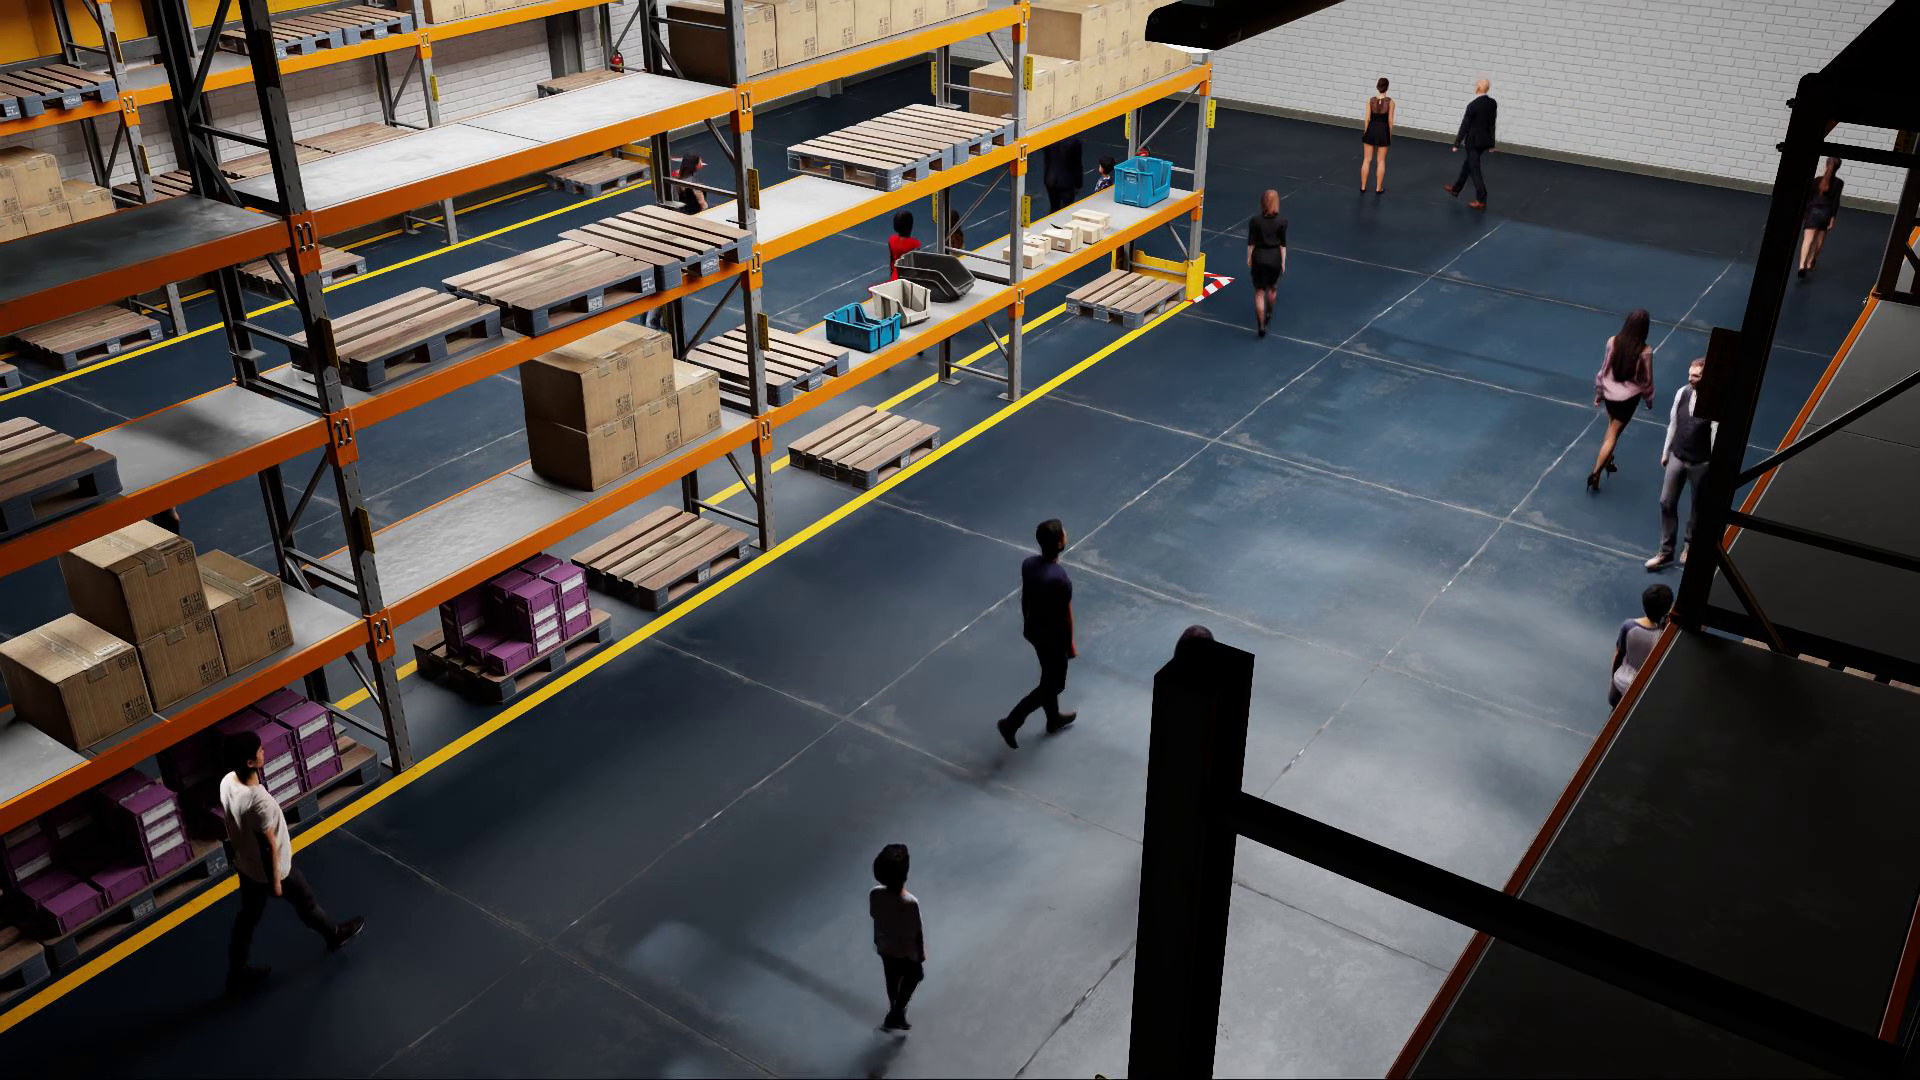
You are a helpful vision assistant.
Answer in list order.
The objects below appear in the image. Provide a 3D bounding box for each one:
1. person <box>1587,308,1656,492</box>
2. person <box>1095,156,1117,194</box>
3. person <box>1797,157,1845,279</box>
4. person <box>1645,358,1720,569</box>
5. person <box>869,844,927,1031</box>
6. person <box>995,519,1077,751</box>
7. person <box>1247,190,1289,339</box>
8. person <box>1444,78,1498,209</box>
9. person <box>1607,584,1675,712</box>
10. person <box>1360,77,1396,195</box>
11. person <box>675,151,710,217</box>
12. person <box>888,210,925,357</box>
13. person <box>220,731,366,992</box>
[{"bbox_3d":[6.071,-1.252,15.418,0.922,1.791,0.783,-21,35,-33],"label":"person"},{"bbox_3d":[1.881,-4.417,21.784,0.550,1.251,0.429,19,34,31],"label":"person"},{"bbox_3d":[10.733,-4.029,20.784,0.592,1.526,1.047,16,32,26],"label":"person"},{"bbox_3d":[6.326,-0.694,14.273,1.009,1.907,0.936,-22,35,-34],"label":"person"},{"bbox_3d":[-0.374,2.305,9.463,0.543,1.250,0.641,13,31,23],"label":"person"},{"bbox_3d":[0.565,0.705,11.846,1.109,1.774,0.891,-18,33,-29],"label":"person"},{"bbox_3d":[3.482,-3.105,18.932,0.838,1.679,0.997,5,29,9],"label":"person"},{"bbox_3d":[7.265,-5.499,23.246,1.256,1.750,1.142,-13,31,-23],"label":"person"},{"bbox_3d":[4.681,1.028,11.481,0.569,1.557,0.549,19,34,31],"label":"person"},{"bbox_3d":[6.005,-5.826,23.932,0.626,1.668,0.627,11,30,19],"label":"person"},{"bbox_3d":[-3.338,-3.866,20.340,1.150,1.666,0.907,-19,34,-30],"label":"person"},{"bbox_3d":[-0.632,-2.743,18.217,0.631,1.727,0.939,16,32,27],"label":"person"},{"bbox_3d":[-4.155,1.912,9.736,0.740,1.677,1.116,23,36,36],"label":"person"}]
